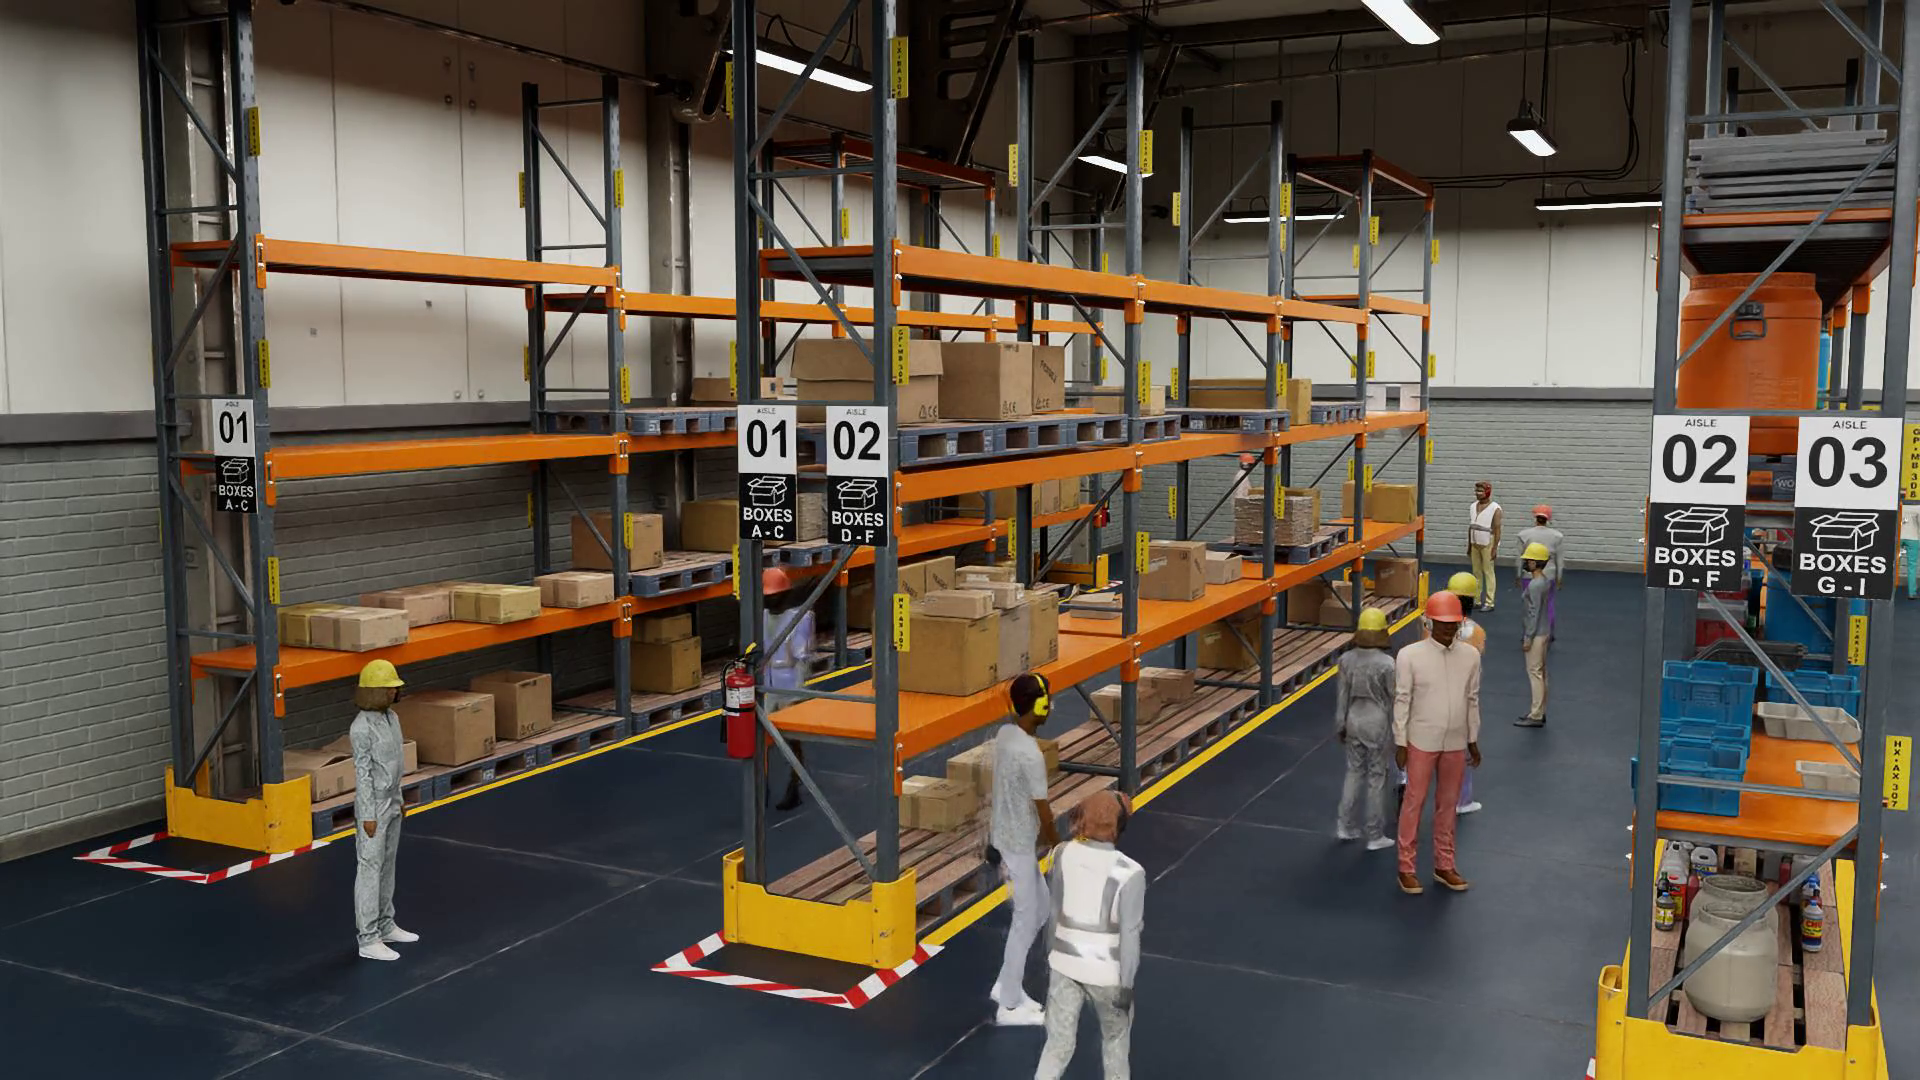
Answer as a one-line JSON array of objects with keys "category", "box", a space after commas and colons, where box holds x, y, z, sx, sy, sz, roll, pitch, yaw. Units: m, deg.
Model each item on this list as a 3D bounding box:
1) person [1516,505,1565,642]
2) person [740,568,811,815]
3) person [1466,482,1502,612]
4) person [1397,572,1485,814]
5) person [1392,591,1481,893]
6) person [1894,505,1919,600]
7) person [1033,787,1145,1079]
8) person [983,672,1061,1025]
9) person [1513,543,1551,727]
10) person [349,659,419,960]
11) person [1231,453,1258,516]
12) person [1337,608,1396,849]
[{"category": "person", "box": [7.265, 0.435, 20.838, 0.580, 1.721, 0.568, 2, 6, 19]}, {"category": "person", "box": [-1.428, 1.172, 12.747, 0.550, 1.909, 0.735, 3, 6, 24]}, {"category": "person", "box": [7.406, 0.094, 23.514, 0.385, 1.845, 0.569, -3, 7, -26]}, {"category": "person", "box": [3.693, 1.185, 12.654, 0.791, 1.900, 0.587, -5, 8, -39]}, {"category": "person", "box": [3.137, 1.317, 10.899, 0.618, 1.993, 0.396, -1, 6, -13]}, {"category": "person", "box": [14.068, 0.006, 24.744, 0.522, 1.770, 0.308, 5, 8, 41]}, {"category": "person", "box": [0.529, 1.894, 7.244, 0.518, 1.590, 0.821, 4, 7, 35]}, {"category": "person", "box": [0.373, 1.610, 8.680, 0.449, 1.854, 0.523, -1, 6, -10]}, {"category": "person", "box": [5.505, 0.909, 15.964, 0.306, 1.770, 0.532, 3, 7, 29]}, {"category": "person", "box": [-3.377, 1.561, 9.744, 0.297, 1.744, 0.487, 0, 6, 3]}, {"category": "person", "box": [4.927, -0.515, 28.841, 0.448, 1.978, 0.651, 2, 6, 17]}, {"category": "person", "box": [2.950, 1.346, 11.867, 0.360, 1.741, 0.506, -5, 8, -41]}]
